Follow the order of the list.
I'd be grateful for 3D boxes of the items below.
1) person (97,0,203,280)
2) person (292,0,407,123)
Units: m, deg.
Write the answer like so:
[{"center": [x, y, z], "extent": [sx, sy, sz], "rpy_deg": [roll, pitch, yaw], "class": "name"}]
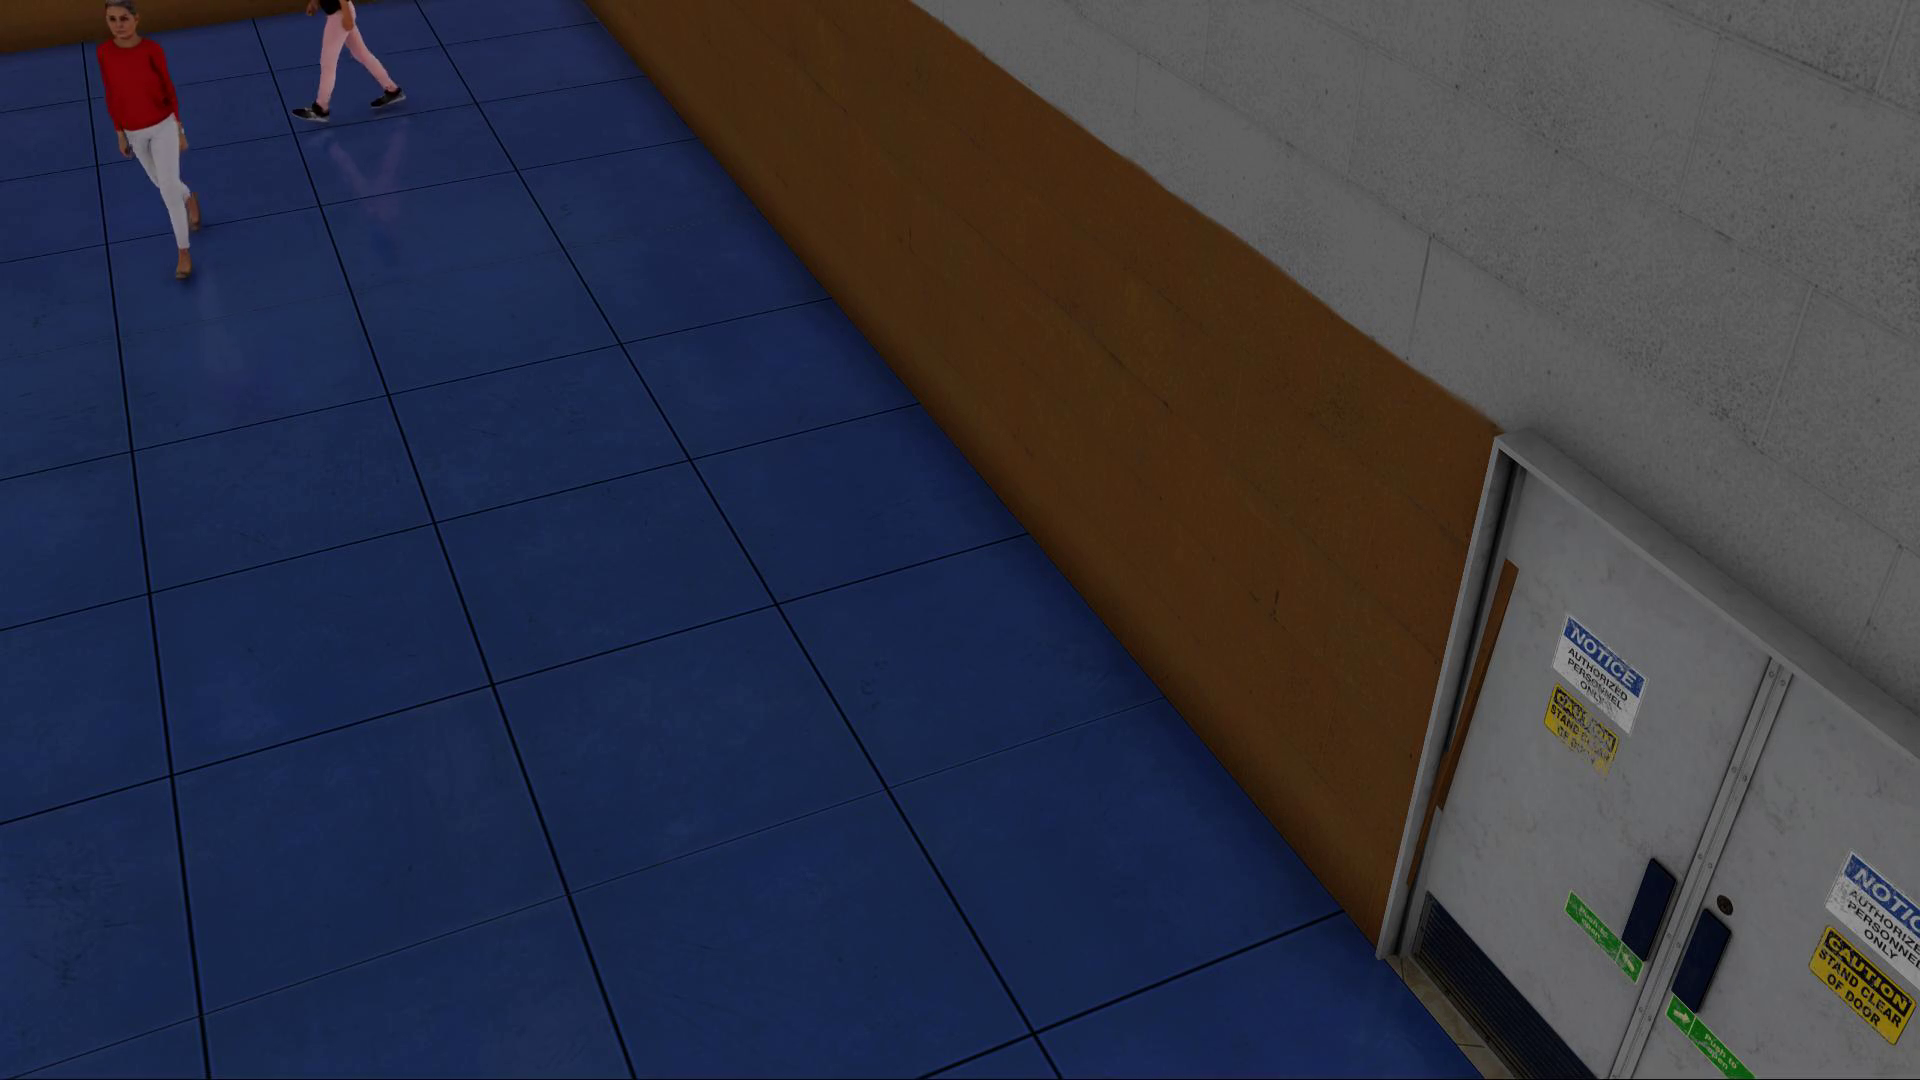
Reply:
[{"center": [-4.931, -2.510, 10.184], "extent": [1.100, 1.658, 0.849], "rpy_deg": [-3, 37, -4], "class": "person"}, {"center": [-4.414, -3.790, 12.003], "extent": [1.030, 1.522, 0.522], "rpy_deg": [-15, 39, -19], "class": "person"}]
